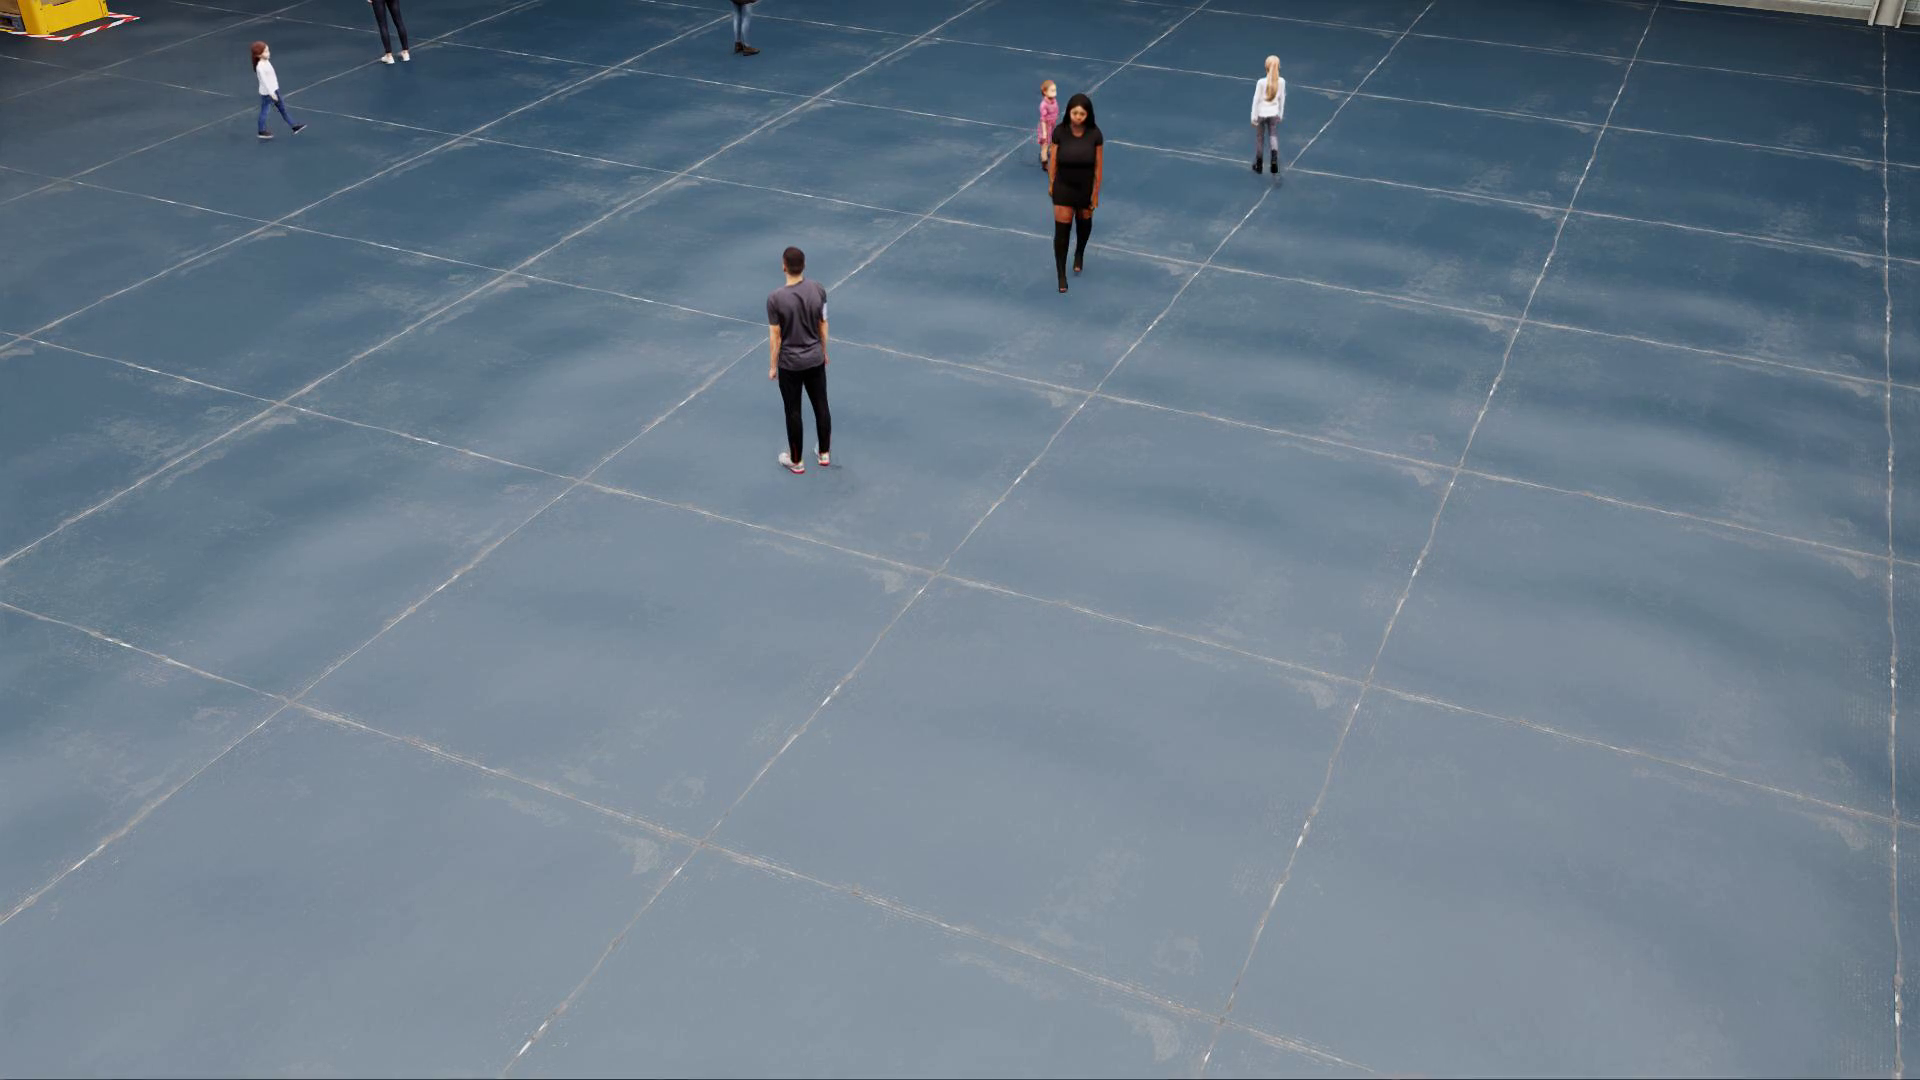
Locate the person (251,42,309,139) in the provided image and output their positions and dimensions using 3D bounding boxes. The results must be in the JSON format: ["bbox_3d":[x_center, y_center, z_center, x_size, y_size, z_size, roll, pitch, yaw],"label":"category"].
[{"bbox_3d":[-7.958,-5.129,19.005,0.833,1.082,0.636,1,32,1],"label":"person"}]

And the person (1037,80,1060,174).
[{"bbox_3d":[0.930,-4.513,18.094,0.479,1.014,0.468,23,39,32],"label":"person"}]

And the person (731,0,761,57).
[{"bbox_3d":[-2.865,-7.207,21.783,0.643,1.634,0.753,28,42,37],"label":"person"}]

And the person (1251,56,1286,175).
[{"bbox_3d":[3.327,-4.545,17.904,0.687,1.270,0.726,-5,33,-8],"label":"person"}]

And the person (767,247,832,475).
[{"bbox_3d":[-1.186,-1.332,12.348,0.715,1.763,0.729,-17,36,-25],"label":"person"}]

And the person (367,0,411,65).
[{"bbox_3d":[-7.420,-7.029,21.439,0.705,1.700,0.710,-22,38,-30],"label":"person"}]

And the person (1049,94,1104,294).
[{"bbox_3d":[1.070,-3.230,15.326,1.175,1.795,0.975,3,32,4],"label":"person"}]
